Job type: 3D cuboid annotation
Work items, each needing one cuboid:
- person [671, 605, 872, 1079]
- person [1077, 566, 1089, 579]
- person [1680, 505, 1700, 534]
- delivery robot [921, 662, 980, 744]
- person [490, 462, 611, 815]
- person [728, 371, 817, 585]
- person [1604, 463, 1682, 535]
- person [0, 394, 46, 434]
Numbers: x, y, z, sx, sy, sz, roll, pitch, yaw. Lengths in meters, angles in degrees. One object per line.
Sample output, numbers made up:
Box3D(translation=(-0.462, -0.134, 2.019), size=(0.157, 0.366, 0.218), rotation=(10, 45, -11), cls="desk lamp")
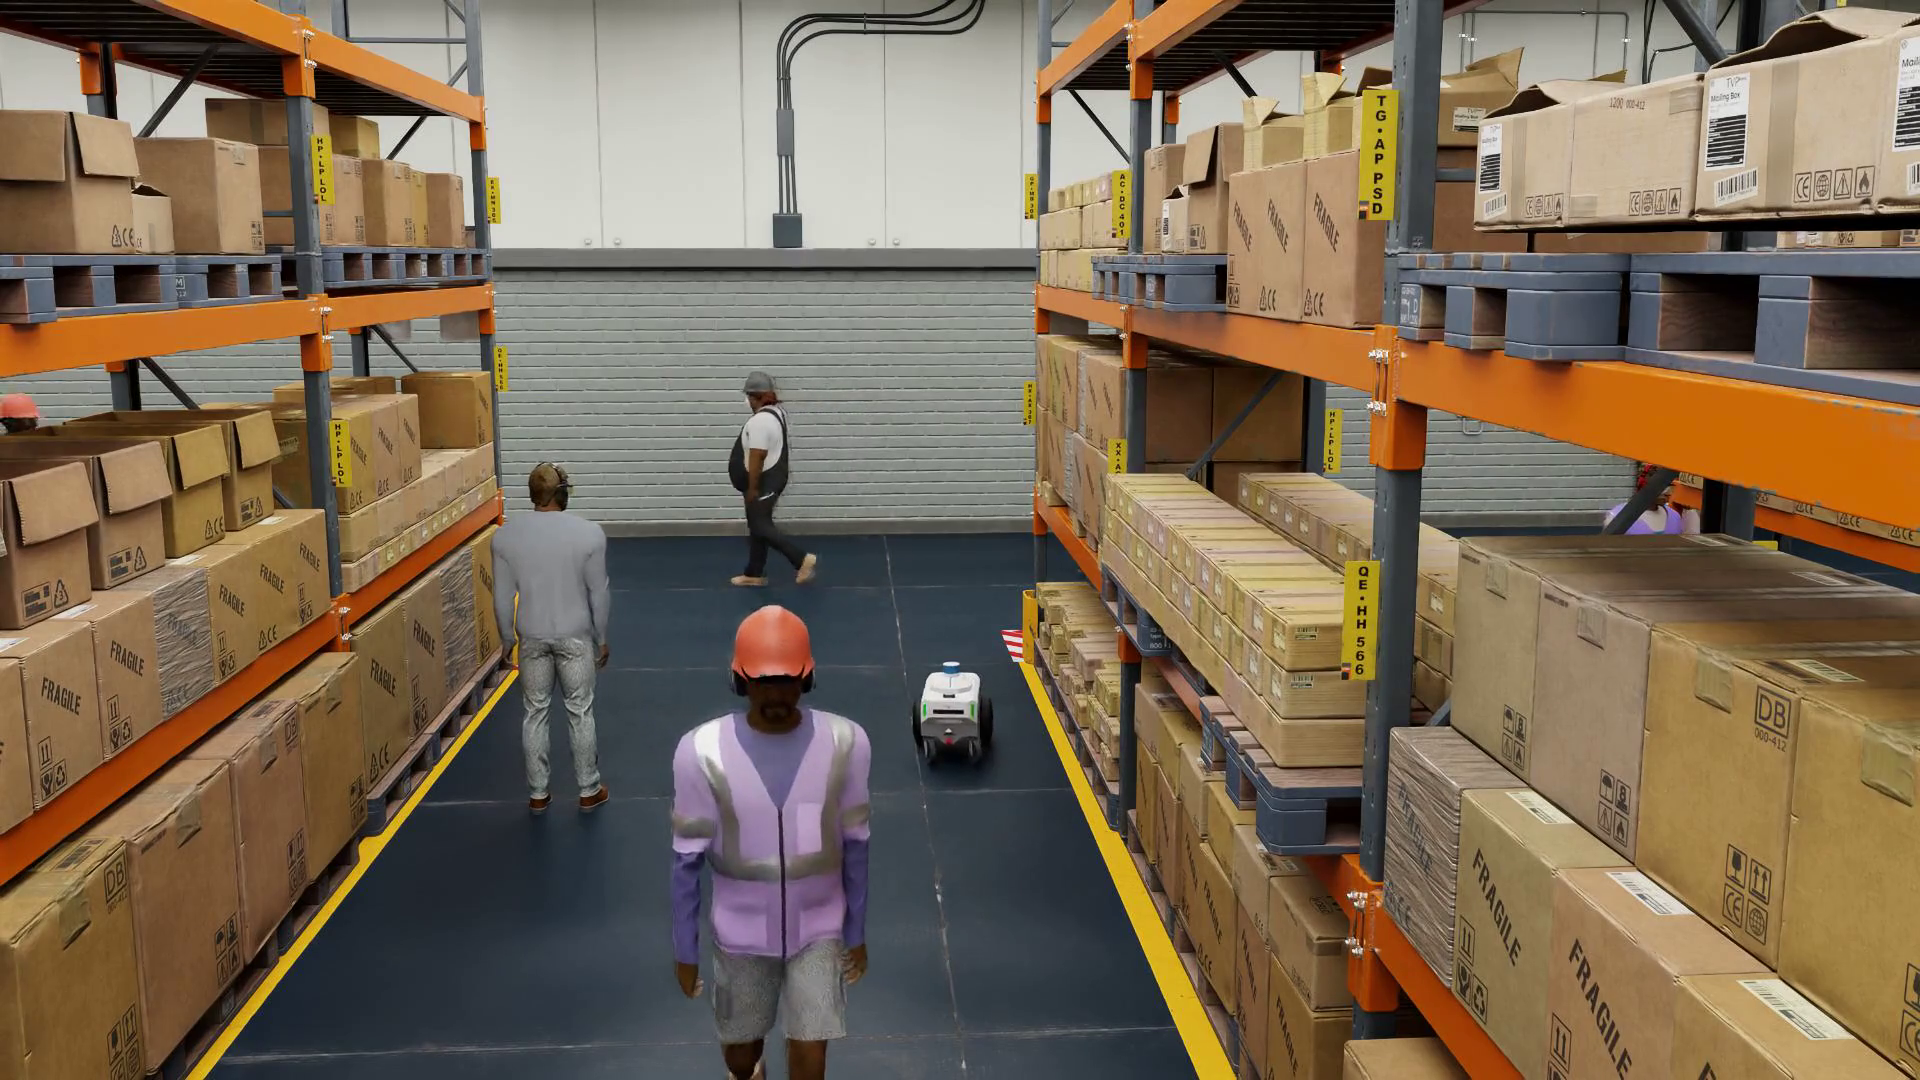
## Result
Box3D(translation=(-0.582, 1.165, 5.178), size=(0.619, 2.016, 0.896), rotation=(-2, 10, -12), cls="person")
Box3D(translation=(1.290, -0.604, 15.801), size=(0.373, 1.940, 0.628), rotation=(-2, 10, -10), cls="person")
Box3D(translation=(6.220, -0.306, 14.043), size=(1.028, 1.925, 0.601), rotation=(6, 12, 33), cls="person")
Box3D(translation=(-0.053, 0.991, 10.187), size=(0.477, 0.478, 0.707), rotation=(0, 10, 2), cls="delivery robot")
Box3D(translation=(-2.215, 0.541, 9.071), size=(0.629, 1.937, 0.379), rotation=(0, 10, -1), cls="person")
Box3D(translation=(-1.725, -0.554, 15.208), size=(0.785, 2.000, 0.684), rotation=(1, 10, 7), cls="person")
Box3D(translation=(4.127, 0.418, 10.101), size=(0.562, 1.833, 0.419), rotation=(-4, 10, -23), cls="person")
Box3D(translation=(-7.143, -0.119, 12.770), size=(1.018, 1.992, 0.626), rotation=(-1, 10, -6), cls="person")
